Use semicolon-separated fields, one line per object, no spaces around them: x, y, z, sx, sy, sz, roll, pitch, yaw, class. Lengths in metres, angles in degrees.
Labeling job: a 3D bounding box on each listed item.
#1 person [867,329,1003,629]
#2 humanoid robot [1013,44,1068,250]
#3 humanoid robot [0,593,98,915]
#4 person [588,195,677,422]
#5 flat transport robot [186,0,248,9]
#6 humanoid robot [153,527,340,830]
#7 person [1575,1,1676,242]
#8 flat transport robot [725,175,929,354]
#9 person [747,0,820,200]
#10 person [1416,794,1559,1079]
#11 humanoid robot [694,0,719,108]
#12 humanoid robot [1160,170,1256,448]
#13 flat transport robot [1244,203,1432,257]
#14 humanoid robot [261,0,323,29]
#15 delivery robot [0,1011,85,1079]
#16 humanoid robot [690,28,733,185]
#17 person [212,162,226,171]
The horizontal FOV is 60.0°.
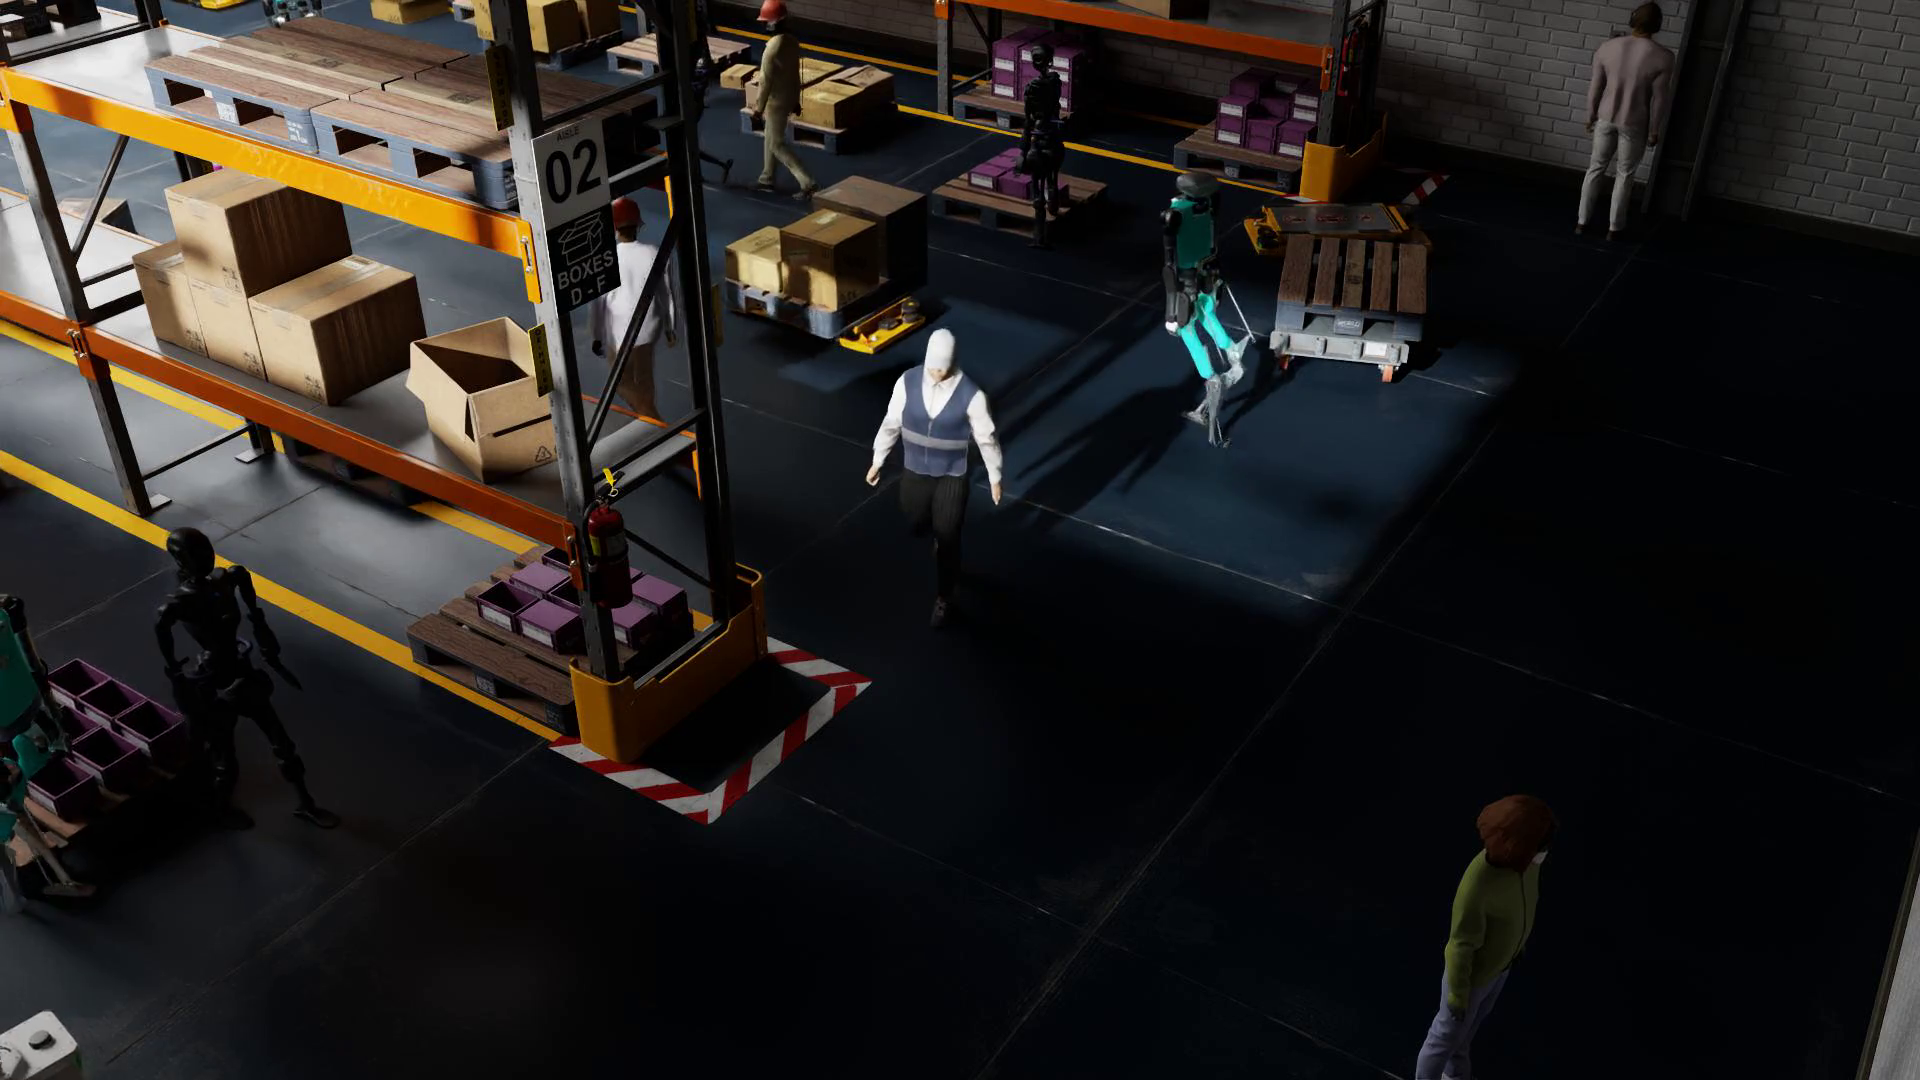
-0.113;-0.408;9.153;0.755;1.734;0.659;10;34;15;person
0.664;-3.186;13.469;0.315;1.653;0.599;20;38;27;humanoid robot
-4.193;0.964;7.149;0.707;1.909;0.556;5;33;7;humanoid robot
-2.056;-1.351;10.606;0.564;1.726;0.674;-26;41;-34;person
-9.191;-6.687;20.150;1.431;0.231;0.659;20;38;27;flat transport robot
-3.315;0.674;7.565;0.617;1.636;0.599;15;36;21;humanoid robot
5.412;-3.404;13.577;0.634;1.936;0.351;23;39;31;person
-1.024;-1.776;12.603;1.431;0.231;0.659;21;39;29;flat transport robot
-1.567;-3.787;14.350;0.733;1.723;0.568;8;34;13;person
1.950;1.583;6.188;0.292;1.631;0.497;28;42;36;person
-2.722;-5.144;16.491;0.493;1.636;0.615;19;38;27;humanoid robot
1.667;-1.431;10.816;0.766;1.875;0.531;27;42;35;humanoid robot
3.134;-2.574;13.829;1.431;0.231;0.659;-1;33;-2;flat transport robot
-6.342;-4.797;15.988;0.542;1.880;0.727;-13;35;-19;humanoid robot
-3.705;2.149;6.294;0.499;0.579;0.774;27;41;35;delivery robot
-2.309;-3.923;14.614;0.527;1.638;0.605;-1;33;-1;humanoid robot
-5.168;-2.491;12.257;0.509;1.845;0.341;4;33;6;person
